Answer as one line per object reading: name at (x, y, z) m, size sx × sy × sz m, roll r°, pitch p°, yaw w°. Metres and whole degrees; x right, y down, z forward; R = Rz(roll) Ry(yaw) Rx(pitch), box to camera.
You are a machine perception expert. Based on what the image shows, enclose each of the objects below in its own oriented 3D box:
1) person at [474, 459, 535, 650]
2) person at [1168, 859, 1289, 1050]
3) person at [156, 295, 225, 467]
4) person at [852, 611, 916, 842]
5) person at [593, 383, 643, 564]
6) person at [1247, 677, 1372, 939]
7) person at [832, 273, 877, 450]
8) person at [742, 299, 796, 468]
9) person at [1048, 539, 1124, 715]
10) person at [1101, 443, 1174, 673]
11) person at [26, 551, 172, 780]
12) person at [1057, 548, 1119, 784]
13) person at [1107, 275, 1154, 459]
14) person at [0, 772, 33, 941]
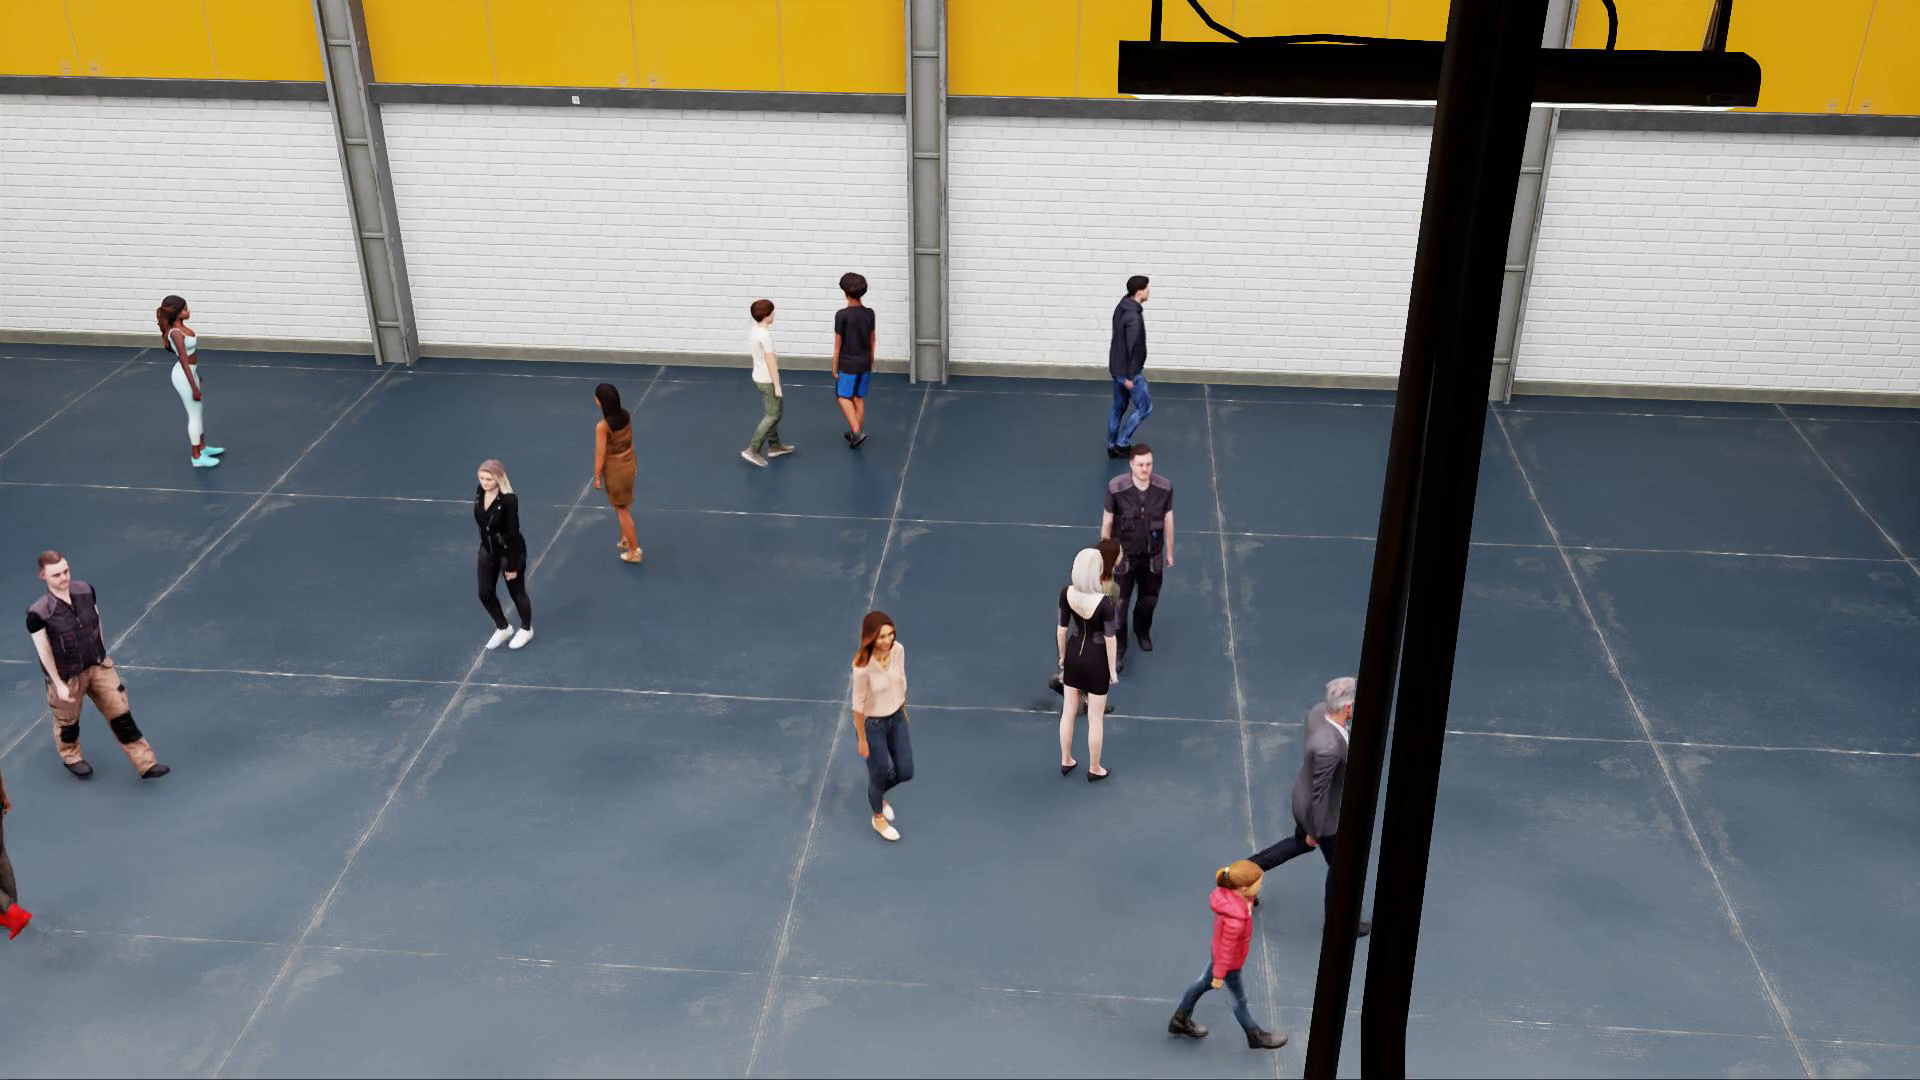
person at (-3.518, 0.082, 13.082) m, size 0.672 × 1.670 × 0.778 m, roll 14°, pitch 32°, yaw 24°
person at (1.431, 2.340, 9.352) m, size 0.892 × 1.278 × 0.546 m, roll 3°, pitch 29°, yaw 6°
person at (-7.431, -1.538, 15.999) m, size 0.661 × 1.721 × 0.652 m, roll -11°, pitch 30°, yaw -19°
person at (-0.579, 1.181, 10.954) m, size 0.766 × 1.779 × 0.826 m, roll -23°, pitch 36°, yaw -35°
person at (-2.847, -0.549, 14.234) m, size 0.688 × 1.675 × 0.658 m, roll 11°, pitch 30°, yaw 19°
person at (2.119, 1.613, 10.138) m, size 1.108 × 1.803 × 0.697 m, roll 2°, pitch 29°, yaw 3°
person at (-0.986, -1.691, 16.226) m, size 0.912 × 1.772 × 0.943 m, roll -18°, pitch 33°, yaw -29°
person at (-1.894, -1.523, 16.032) m, size 0.915 × 1.663 × 0.787 m, roll -12°, pitch 31°, yaw -20°
person at (0.948, 0.656, 12.249) m, size 0.779 × 1.461 × 0.673 m, roll -3°, pitch 29°, yaw -6°
person at (1.361, 0.080, 12.888) m, size 0.814 × 1.859 × 0.861 m, roll -2°, pitch 29°, yaw -4°
person at (-6.163, 0.880, 11.490) m, size 1.263 × 1.794 × 1.032 m, roll 17°, pitch 33°, yaw 28°
person at (0.871, 0.864, 11.482) m, size 0.586 × 1.829 × 0.719 m, roll 16°, pitch 32°, yaw 27°
person at (1.523, -1.642, 16.027) m, size 0.741 × 1.877 × 0.766 m, roll -7°, pitch 29°, yaw -12°
person at (-5.904, 1.677, 10.030) m, size 0.934 × 1.794 × 0.818 m, roll 14°, pitch 31°, yaw 23°
